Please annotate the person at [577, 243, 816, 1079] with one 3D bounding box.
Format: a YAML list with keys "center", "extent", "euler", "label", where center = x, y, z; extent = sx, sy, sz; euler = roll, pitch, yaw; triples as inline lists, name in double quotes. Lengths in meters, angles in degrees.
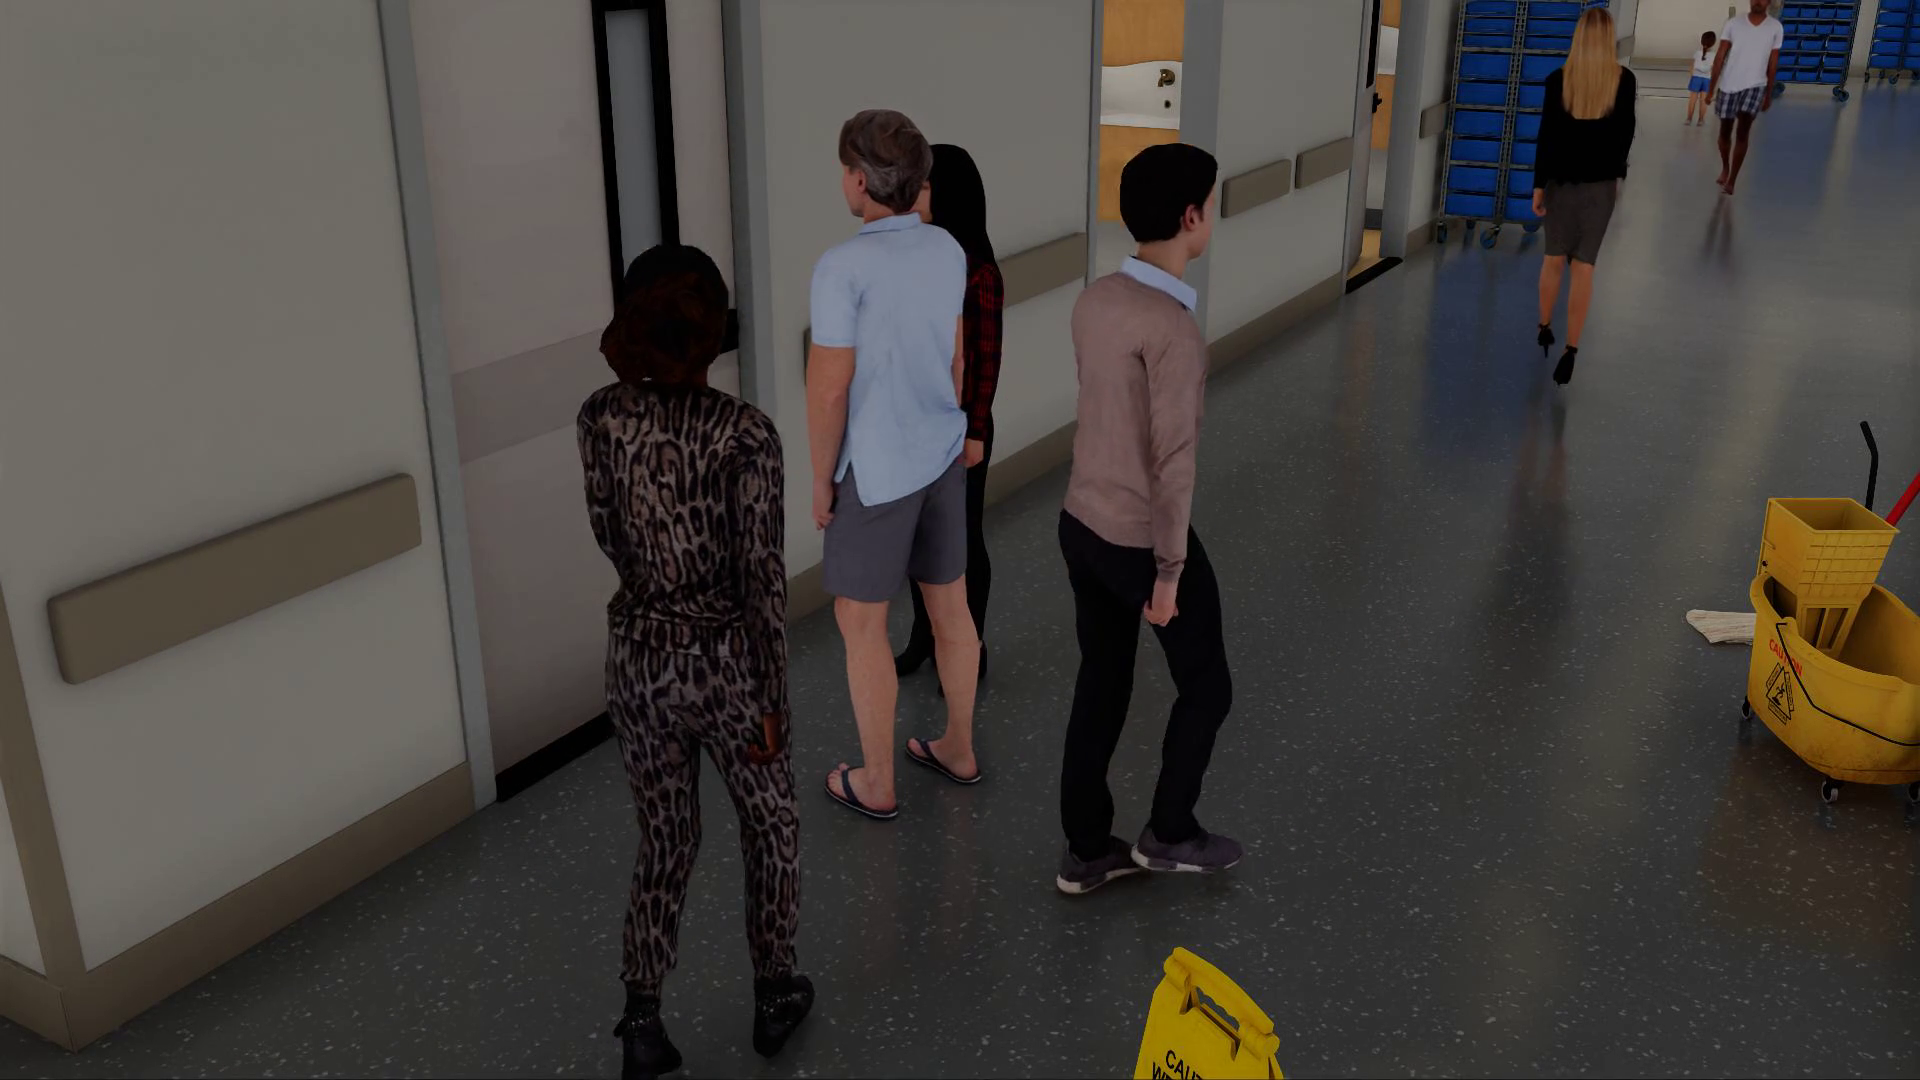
- center: [-0.560, 0.299, 3.226]
  extent: [0.698, 1.695, 0.884]
  euler: [6, 22, 15]
  label: "person"

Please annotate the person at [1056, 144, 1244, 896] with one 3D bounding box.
- center: [0.329, 0.016, 3.840]
  extent: [0.835, 1.789, 0.777]
  euler: [-10, 23, -25]
  label: "person"

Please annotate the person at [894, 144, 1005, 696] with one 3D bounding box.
- center: [-0.047, -0.349, 4.989]
  extent: [0.627, 1.658, 0.578]
  euler: [18, 27, 39]
  label: "person"

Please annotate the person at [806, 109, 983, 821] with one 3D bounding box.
- center: [-0.150, -0.170, 4.276]
  extent: [0.617, 1.828, 0.780]
  euler: [-16, 26, -36]
  label: "person"

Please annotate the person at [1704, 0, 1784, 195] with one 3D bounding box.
- center: [6.590, -3.787, 14.020]
  extent: [0.649, 1.690, 1.126]
  euler: [12, 24, 28]
  label: "person"

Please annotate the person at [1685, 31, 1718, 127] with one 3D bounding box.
- center: [8.299, -5.167, 18.611]
  extent: [0.430, 1.019, 0.432]
  euler: [9, 22, 21]
  label: "person"

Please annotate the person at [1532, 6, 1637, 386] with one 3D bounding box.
- center: [3.057, -1.637, 8.196]
  extent: [0.805, 1.795, 1.192]
  euler: [6, 22, 15]
  label: "person"
